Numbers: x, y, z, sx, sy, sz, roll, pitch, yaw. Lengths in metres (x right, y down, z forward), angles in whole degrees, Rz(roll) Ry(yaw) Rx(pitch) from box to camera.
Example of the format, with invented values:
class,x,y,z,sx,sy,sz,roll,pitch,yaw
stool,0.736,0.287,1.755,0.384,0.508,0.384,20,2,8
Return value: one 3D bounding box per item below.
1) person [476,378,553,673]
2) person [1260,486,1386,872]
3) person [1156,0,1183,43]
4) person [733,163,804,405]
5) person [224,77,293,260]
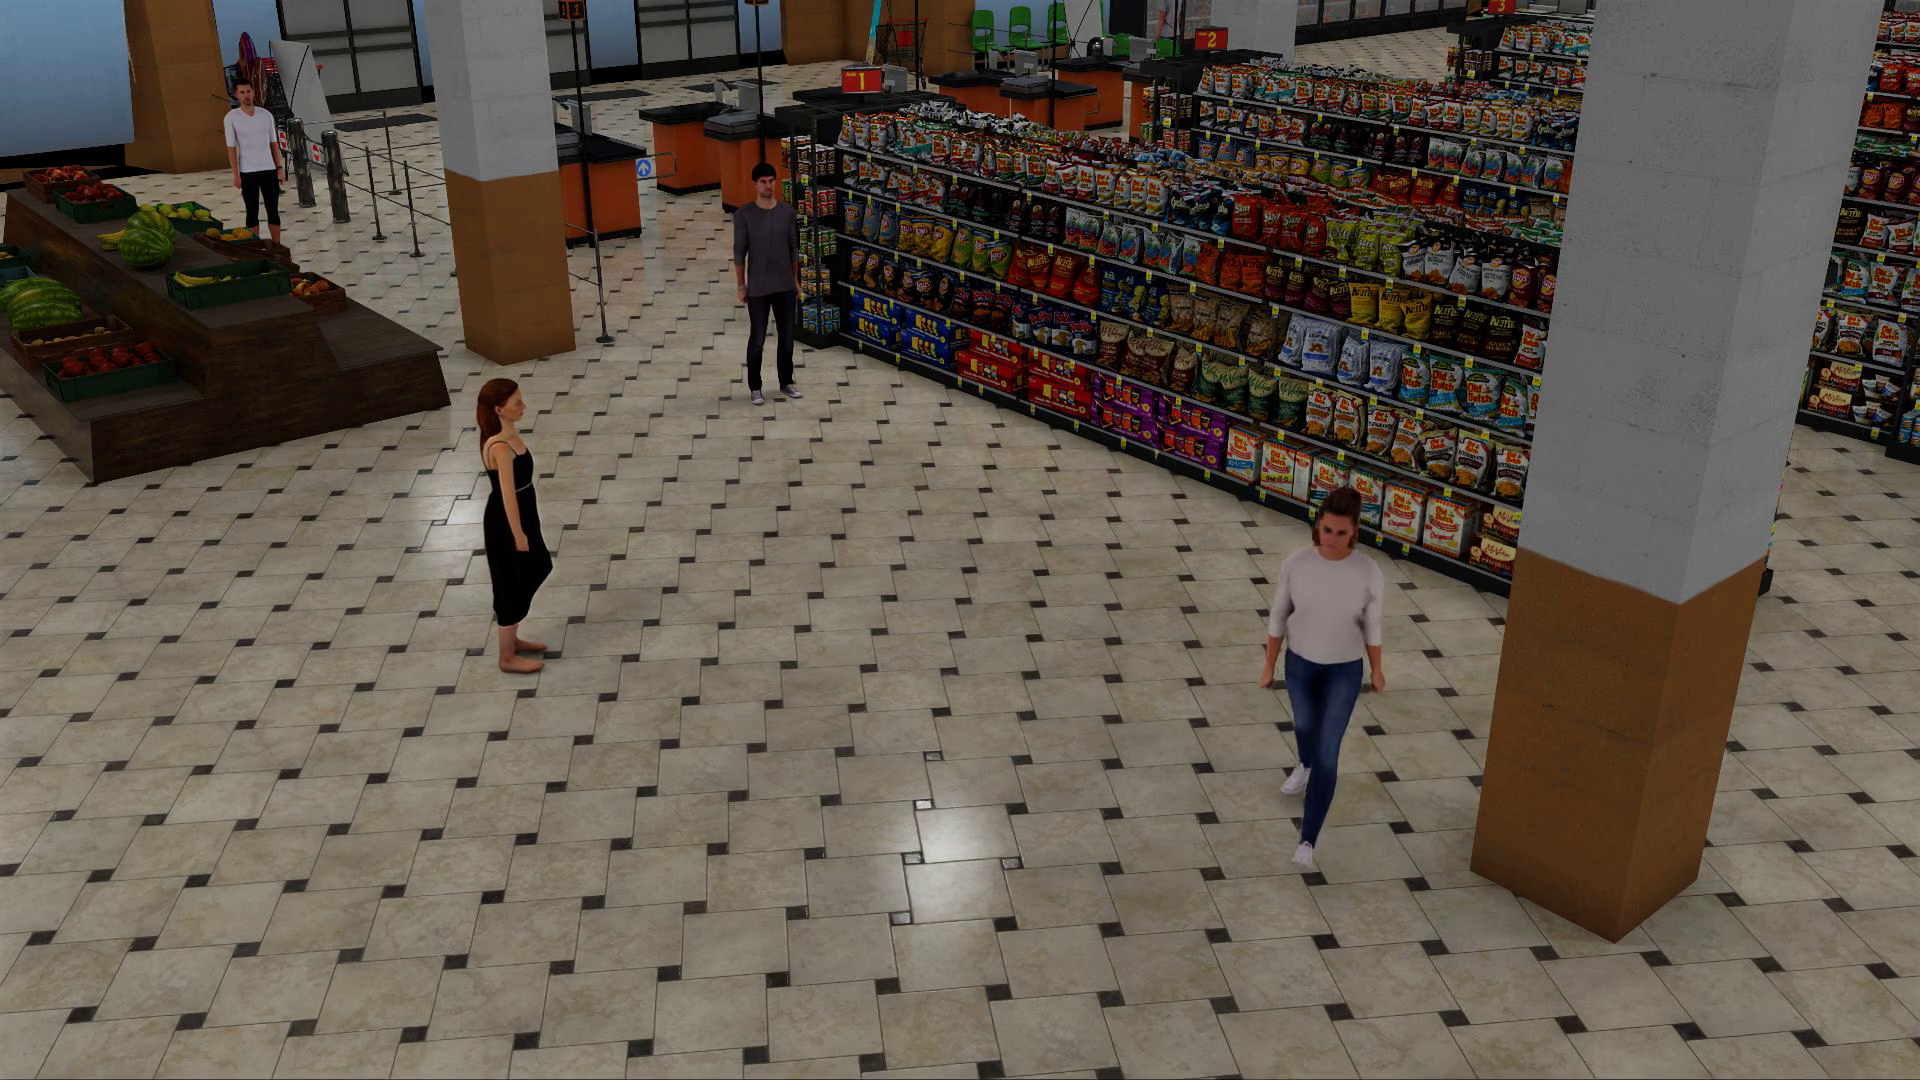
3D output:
class,x,y,z,sx,sy,sz,roll,pitch,yaw
person,-2.395,-0.077,8.825,0.719,1.619,0.643,-3,24,-6
person,1.620,0.554,7.335,1.230,1.657,1.043,12,27,26
person,3.502,-8.555,27.862,0.668,1.889,0.540,-19,30,-37
person,-1.483,-2.000,12.928,0.719,1.853,0.608,-12,26,-26
person,-7.190,-3.784,17.007,0.659,1.851,0.558,-17,29,-34
